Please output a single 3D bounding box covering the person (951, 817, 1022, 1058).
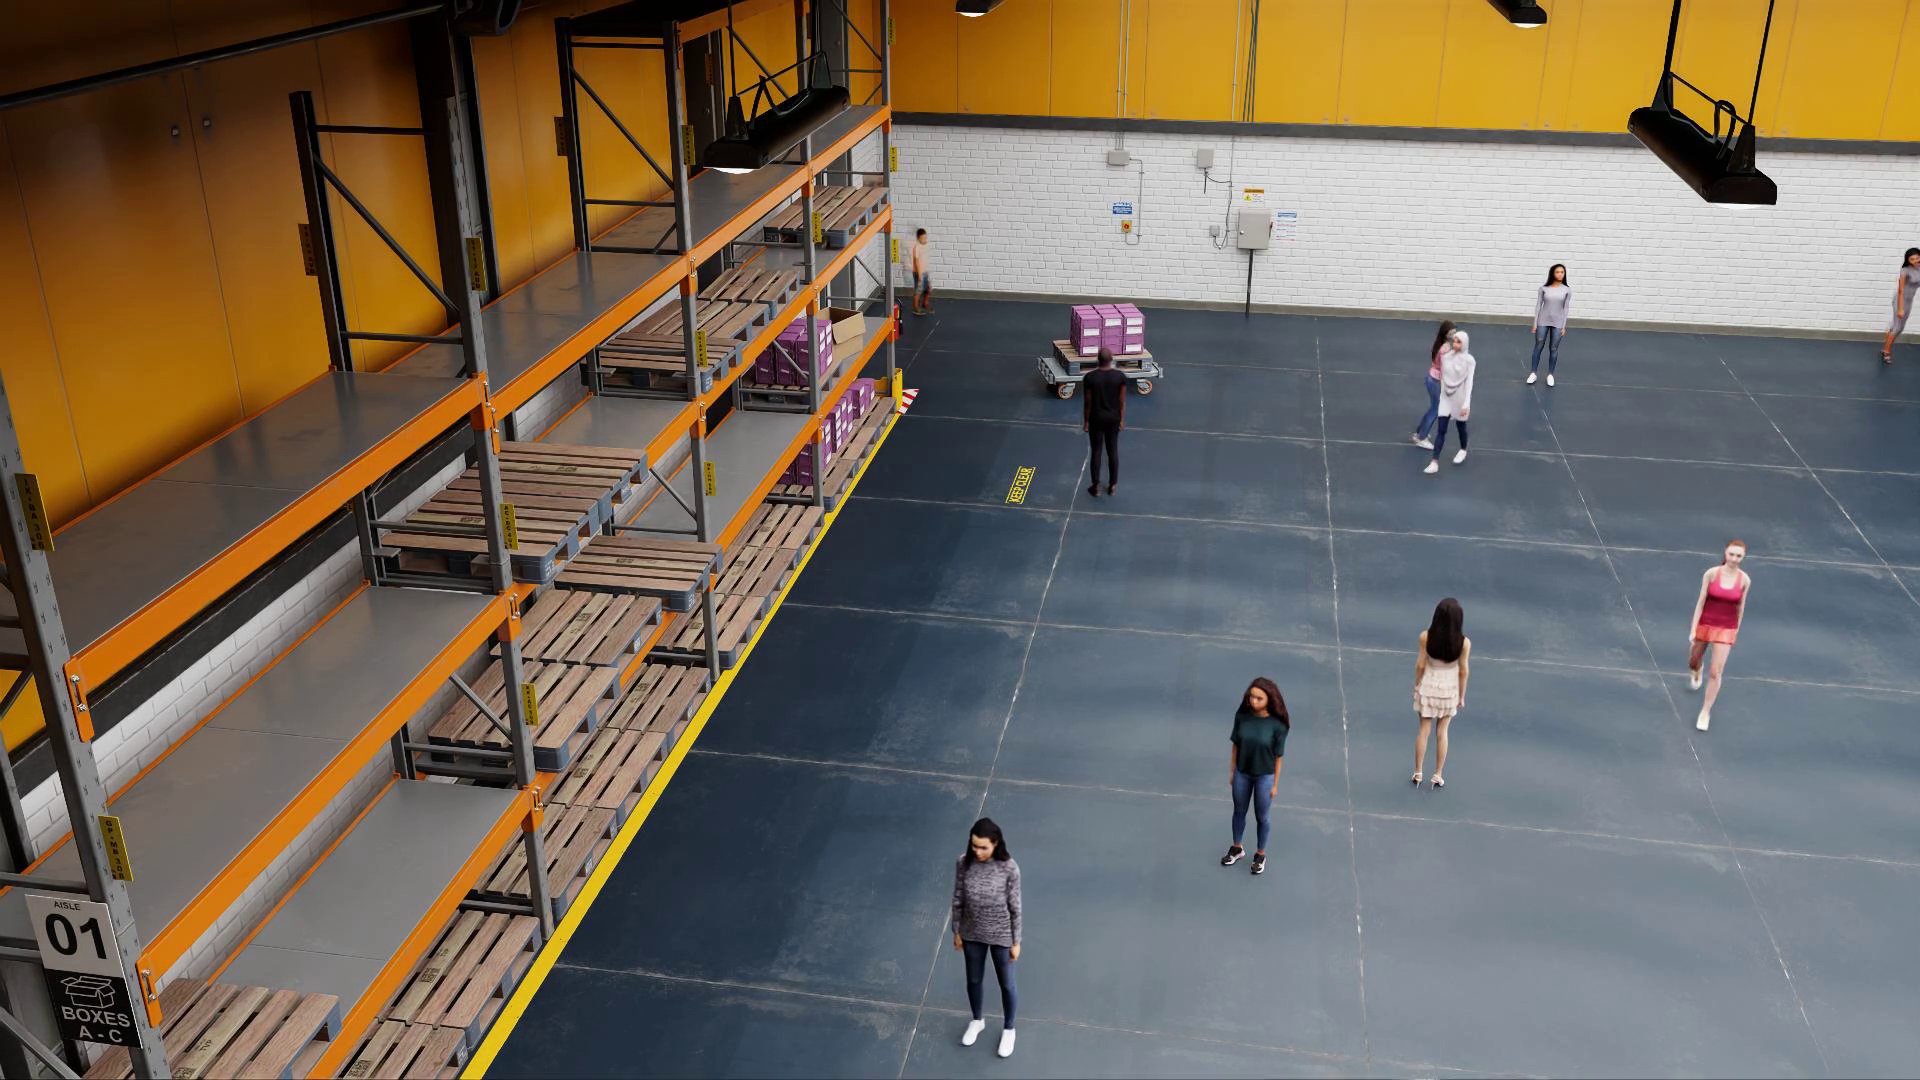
[{"bbox_3d":[0.192,2.538,10.804,0.645,1.731,0.577,7,25,16],"label":"person"}]

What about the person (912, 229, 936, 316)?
[{"bbox_3d":[-0.653,-4.349,26.925,0.730,1.436,0.657,11,26,23],"label":"person"}]

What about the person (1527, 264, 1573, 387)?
[{"bbox_3d":[8.386,-3.069,23.627,0.645,1.734,0.582,8,25,19],"label":"person"}]

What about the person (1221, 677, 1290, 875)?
[{"bbox_3d":[2.254,1.777,12.688,0.684,1.617,0.704,14,27,28],"label":"person"}]

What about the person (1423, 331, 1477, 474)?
[{"bbox_3d":[6.158,-1.703,20.501,1.050,1.735,1.225,21,32,40],"label":"person"}]

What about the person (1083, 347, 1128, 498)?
[{"bbox_3d":[1.706,-1.403,19.709,0.710,1.819,0.637,-1,24,-2],"label":"person"}]

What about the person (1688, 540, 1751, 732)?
[{"bbox_3d":[6.735,0.773,14.838,0.768,1.734,1.105,11,26,23],"label":"person"}]

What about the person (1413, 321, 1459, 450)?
[{"bbox_3d":[6.030,-1.988,21.179,0.780,1.713,0.561,0,24,1],"label":"person"}]

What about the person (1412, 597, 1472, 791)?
[{"bbox_3d":[3.934,1.271,13.696,0.600,1.736,0.569,8,25,18],"label":"person"}]

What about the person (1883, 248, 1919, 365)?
[{"bbox_3d":[13.876,-3.462,24.500,0.862,1.755,0.793,20,30,38],"label":"person"}]
